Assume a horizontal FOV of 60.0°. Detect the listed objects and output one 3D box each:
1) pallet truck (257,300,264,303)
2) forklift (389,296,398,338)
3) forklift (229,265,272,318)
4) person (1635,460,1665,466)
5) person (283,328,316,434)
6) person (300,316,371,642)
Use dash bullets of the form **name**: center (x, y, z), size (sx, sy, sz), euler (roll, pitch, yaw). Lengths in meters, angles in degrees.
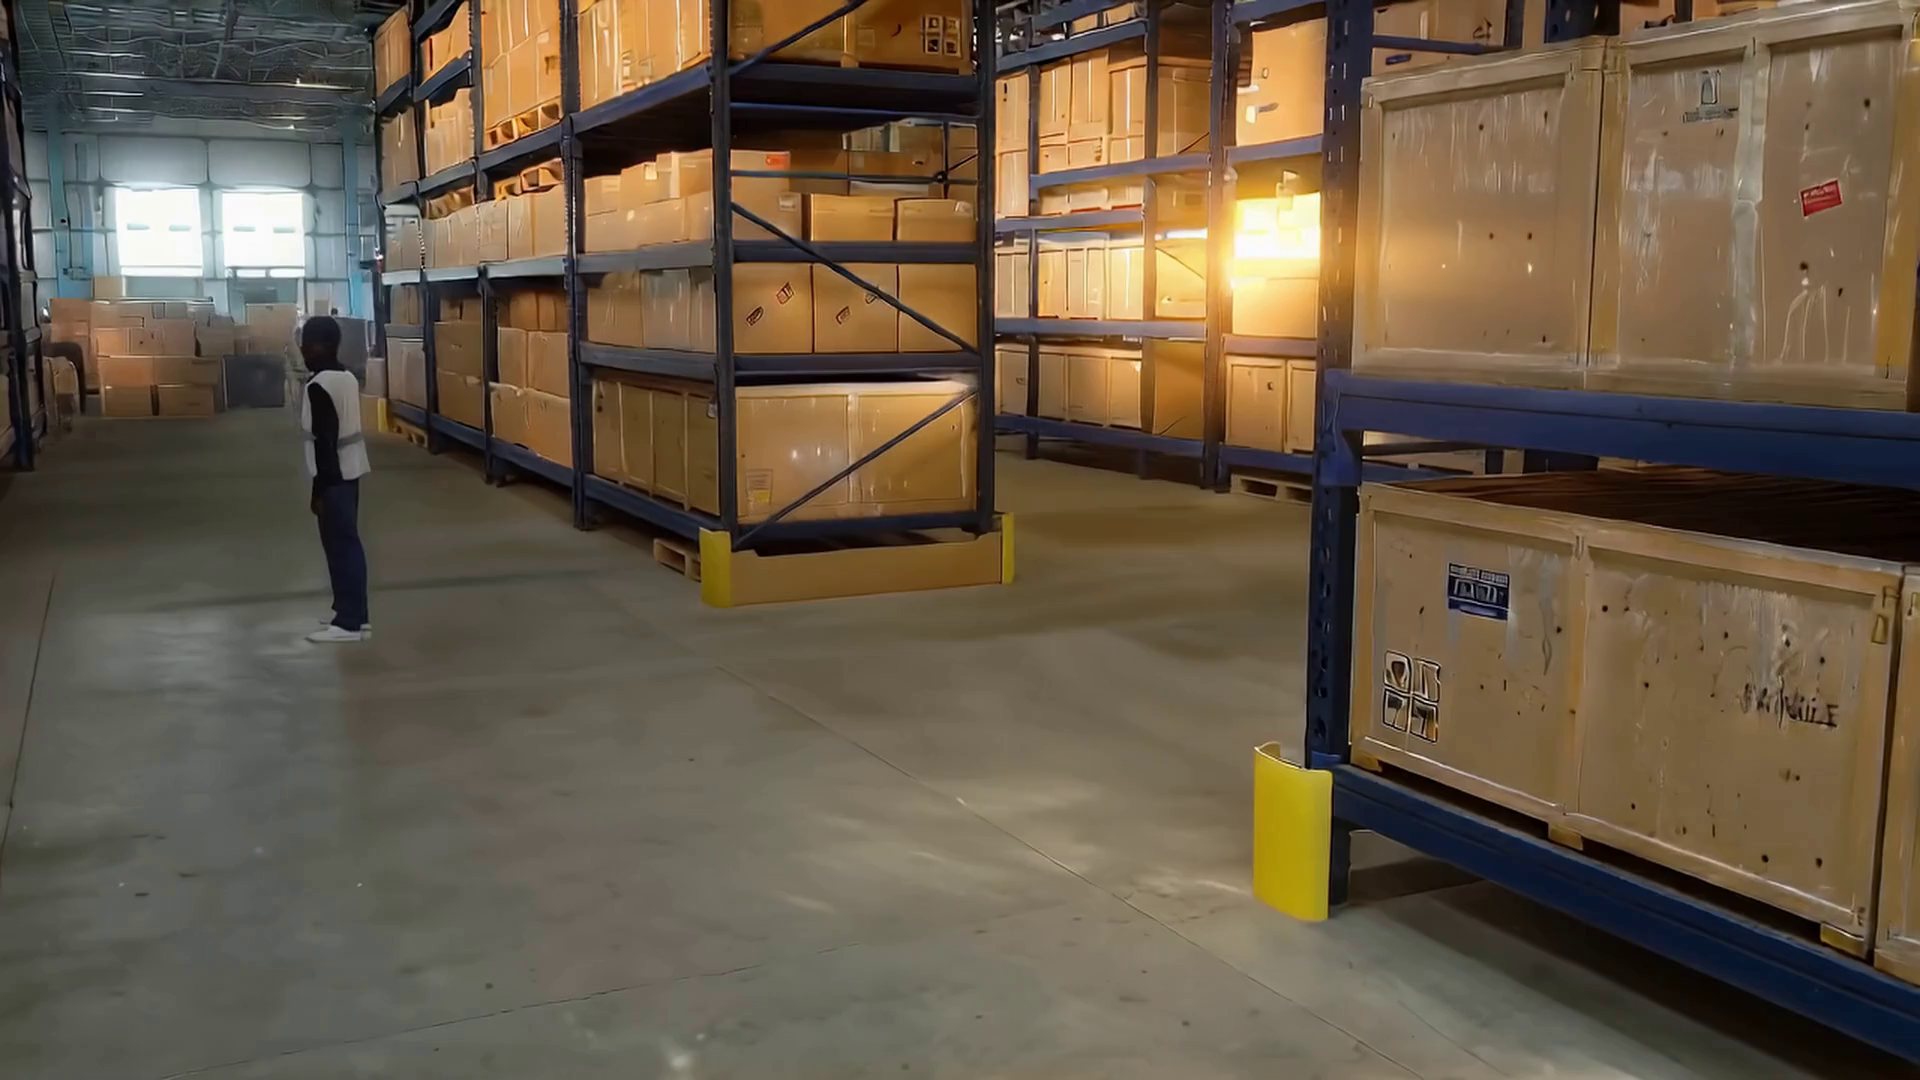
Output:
- **pallet truck**: center (-23.913, -7.404, 58.171), size (1.885, 1.965, 0.823), euler (-1, 8, -9)
- **forklift**: center (-11.118, -4.275, 33.571), size (1.129, 2.768, 1.873), euler (-8, 11, -42)
- **forklift**: center (-17.112, -5.252, 40.304), size (1.129, 2.768, 1.873), euler (-4, 9, -26)
- **person**: center (5.236, -0.589, 12.421), size (0.270, 1.632, 0.504), euler (-3, 9, -22)
- **person**: center (-9.746, -2.342, 24.647), size (0.533, 1.592, 0.855), euler (-3, 9, -18)
- **person**: center (-3.698, -0.357, 9.847), size (0.378, 1.917, 0.597), euler (-1, 8, -7)
